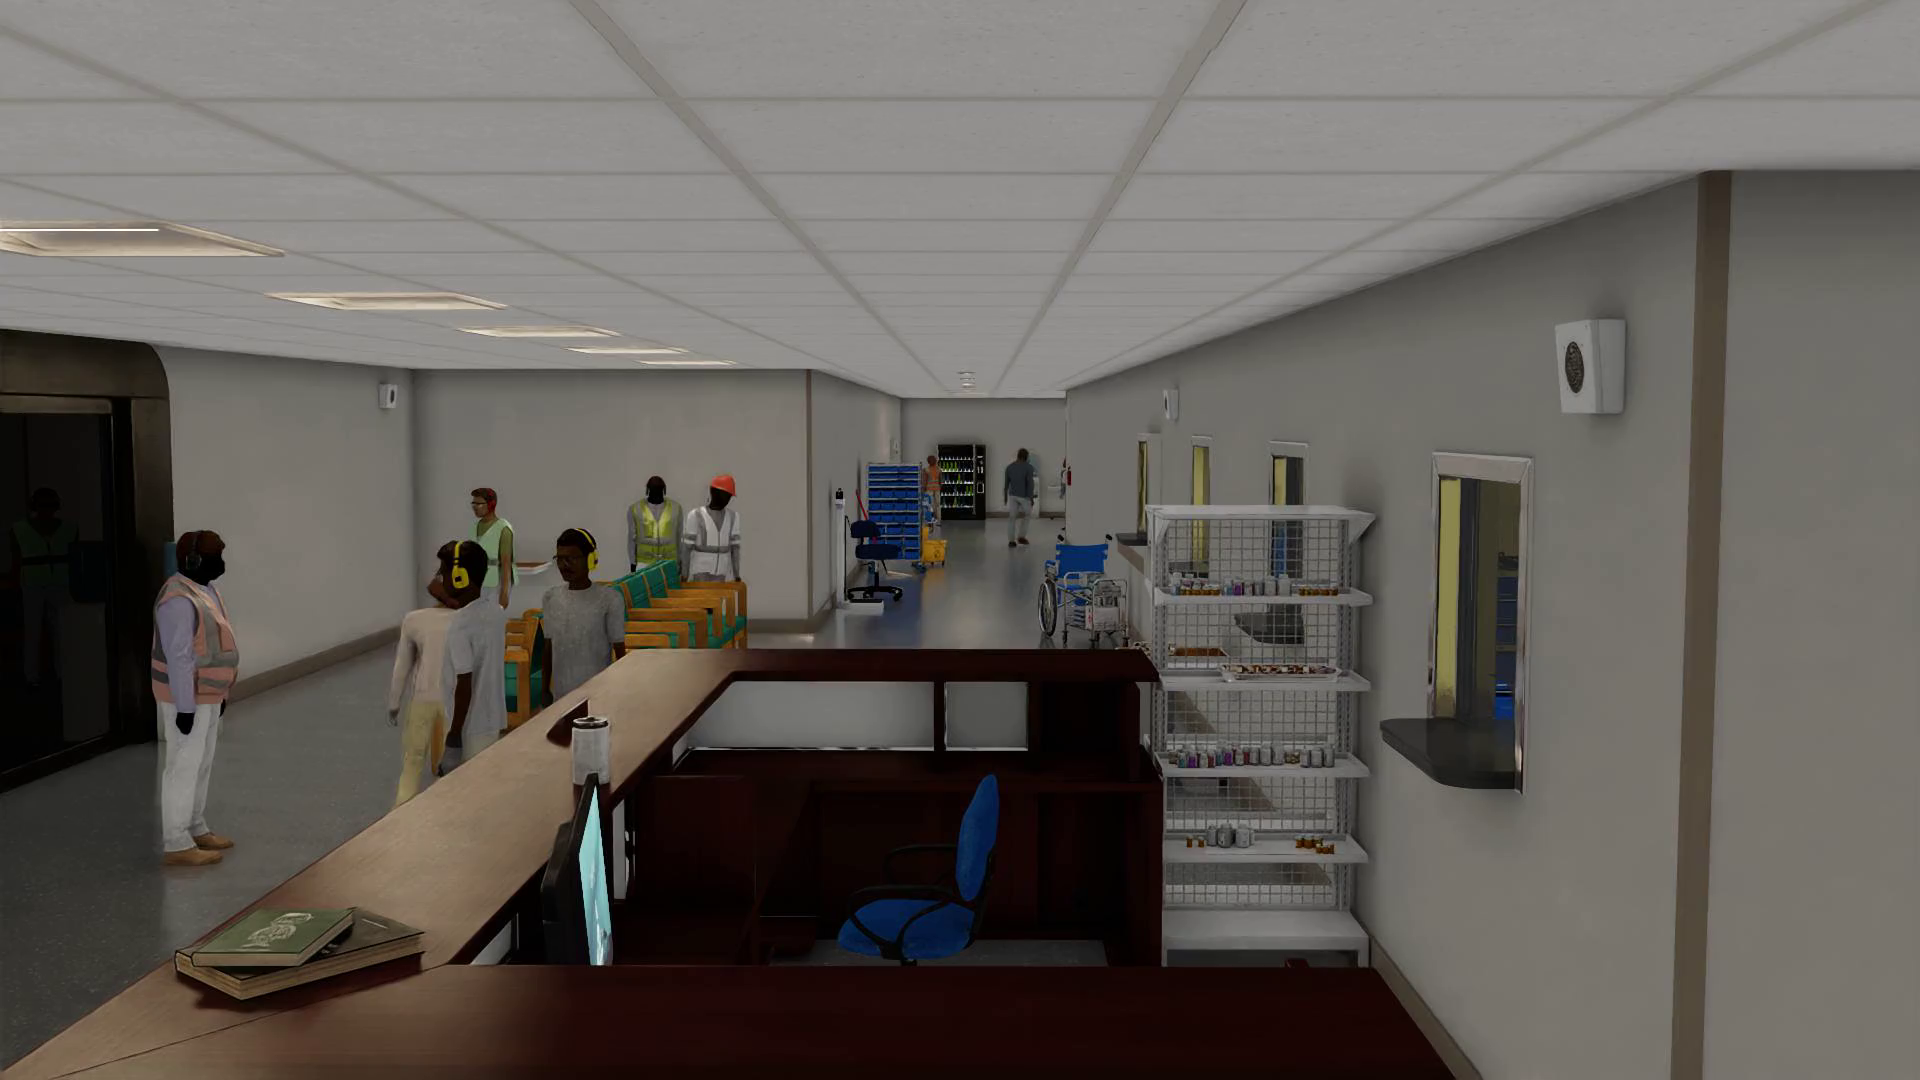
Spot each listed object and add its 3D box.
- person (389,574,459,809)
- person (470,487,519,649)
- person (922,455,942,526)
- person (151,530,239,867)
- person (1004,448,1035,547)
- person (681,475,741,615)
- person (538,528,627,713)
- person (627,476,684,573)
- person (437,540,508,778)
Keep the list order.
[{"bbox_3d":[-2.971,0.945,9.473,0.583,1.597,0.416,0,4,0],"label":"person"},{"bbox_3d":[-4.178,0.445,14.891,0.560,1.837,0.388,3,5,40],"label":"person"},{"bbox_3d":[-0.637,-1.123,38.208,0.513,1.641,0.309,-2,5,-29],"label":"person"},{"bbox_3d":[-4.191,0.859,9.135,0.432,1.835,0.626,-1,4,-13],"label":"person"},{"bbox_3d":[1.155,-0.819,32.084,0.749,1.902,0.678,3,5,32],"label":"person"},{"bbox_3d":[-2.448,0.304,16.412,0.585,1.896,0.509,-3,5,-37],"label":"person"},{"bbox_3d":[-1.996,0.865,8.769,0.534,1.864,0.310,1,4,18],"label":"person"},{"bbox_3d":[-3.314,0.216,18.147,0.620,1.835,0.431,-1,4,-17],"label":"person"},{"bbox_3d":[-2.322,0.928,7.876,0.328,1.865,0.508,0,4,5],"label":"person"}]
